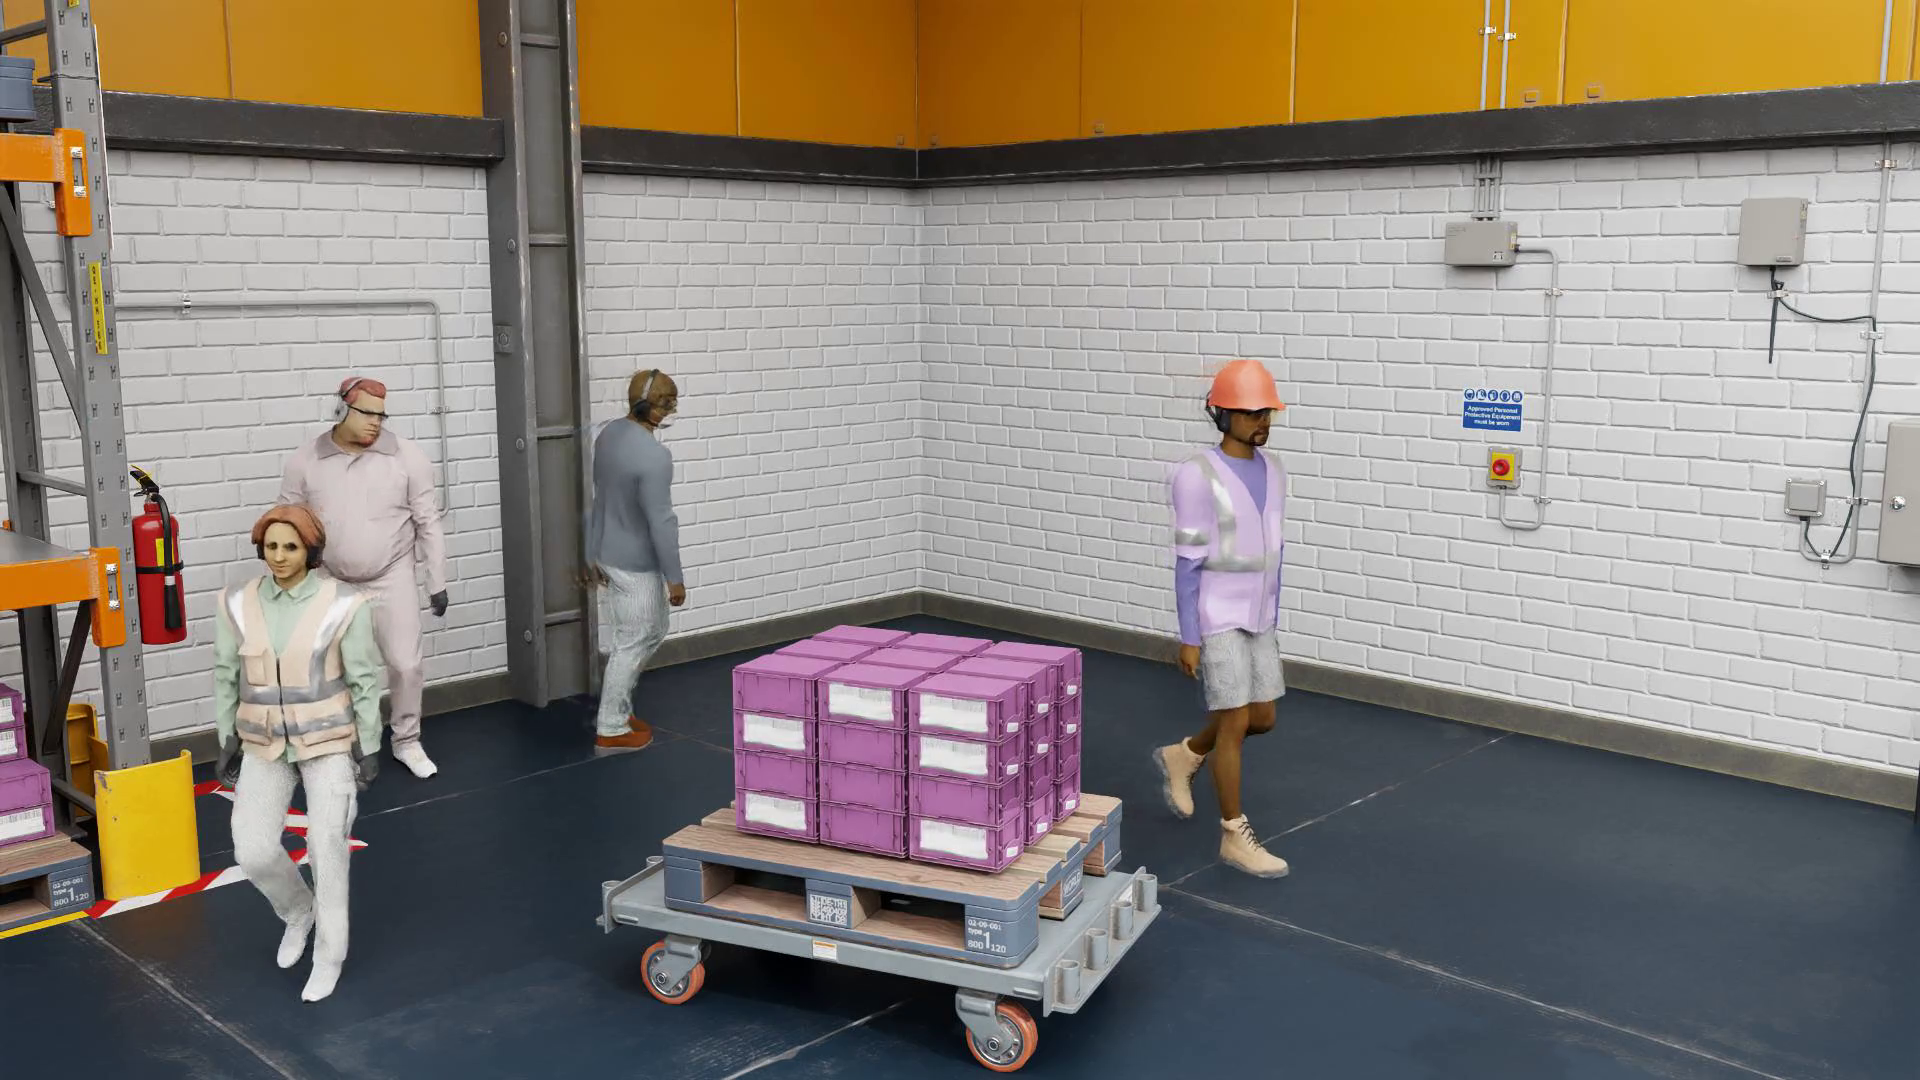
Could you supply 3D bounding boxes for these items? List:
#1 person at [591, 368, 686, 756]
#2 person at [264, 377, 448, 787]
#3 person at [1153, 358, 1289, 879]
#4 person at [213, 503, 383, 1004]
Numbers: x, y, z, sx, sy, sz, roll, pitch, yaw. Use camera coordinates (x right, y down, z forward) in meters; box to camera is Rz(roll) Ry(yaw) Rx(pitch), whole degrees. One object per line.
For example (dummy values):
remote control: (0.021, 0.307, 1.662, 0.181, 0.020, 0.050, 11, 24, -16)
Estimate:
person: (-1.542, 0.128, 7.959, 0.497, 1.898, 0.677, -6, 11, -32)
person: (-2.760, 0.204, 7.570, 0.814, 1.892, 0.435, -1, 9, -5)
person: (1.036, 0.287, 6.613, 0.612, 2.025, 0.709, -7, 12, -38)
person: (-2.134, 0.684, 5.364, 0.545, 1.621, 0.367, 0, 9, -1)
